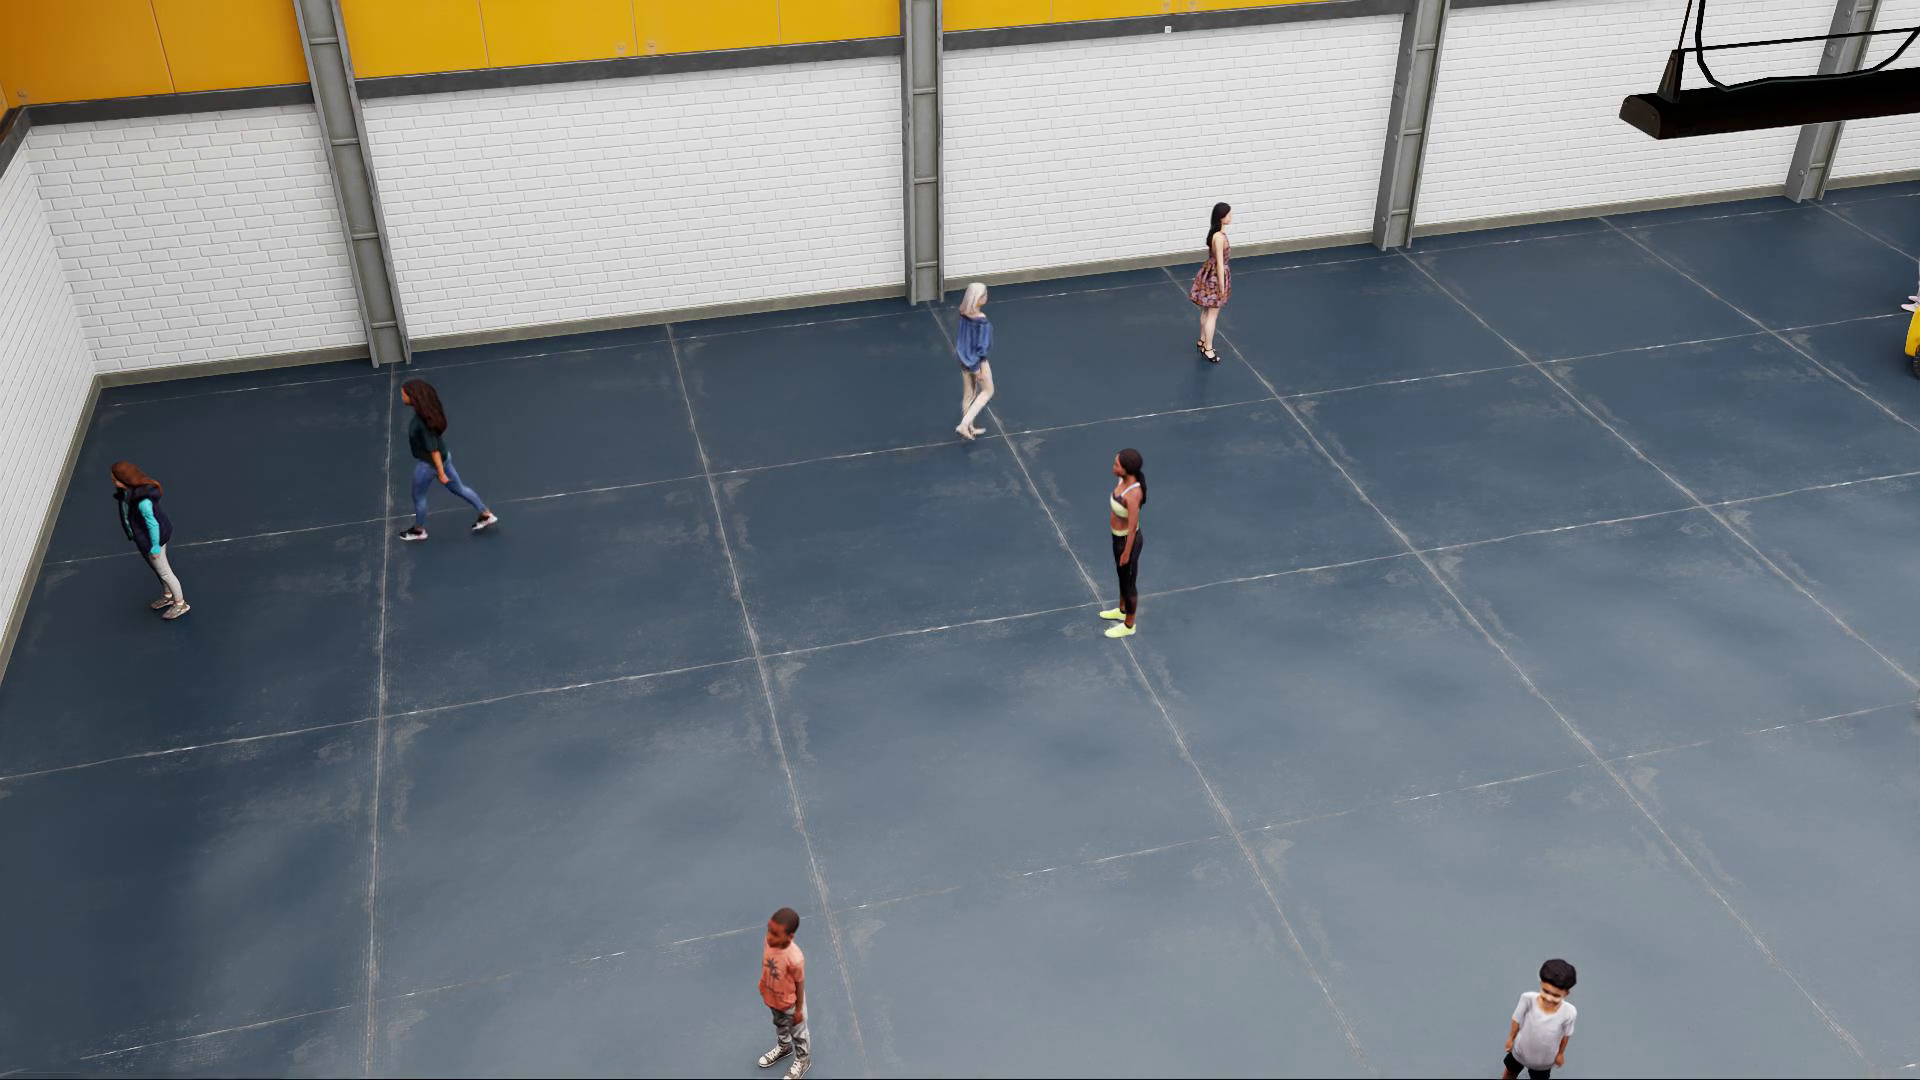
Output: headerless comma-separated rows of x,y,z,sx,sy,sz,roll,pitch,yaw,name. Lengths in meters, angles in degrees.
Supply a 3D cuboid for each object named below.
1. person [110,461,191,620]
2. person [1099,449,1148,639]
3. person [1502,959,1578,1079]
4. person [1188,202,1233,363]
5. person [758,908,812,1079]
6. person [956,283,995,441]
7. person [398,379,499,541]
-6.772,-0.022,13.891,0.681,1.500,0.718,28,43,36,person
1.384,0.013,13.608,0.582,1.754,0.612,-1,34,-2,person
3.367,2.914,9.689,0.574,1.262,0.640,15,36,21,person
2.726,-2.762,17.762,0.736,1.777,0.723,-1,34,-2,person
-1.044,2.705,9.961,0.571,1.308,0.607,28,43,36,person
0.060,-1.708,16.259,0.816,1.685,0.741,-21,39,-28,person
-4.597,-0.700,14.845,1.127,1.573,0.670,-5,34,-8,person
